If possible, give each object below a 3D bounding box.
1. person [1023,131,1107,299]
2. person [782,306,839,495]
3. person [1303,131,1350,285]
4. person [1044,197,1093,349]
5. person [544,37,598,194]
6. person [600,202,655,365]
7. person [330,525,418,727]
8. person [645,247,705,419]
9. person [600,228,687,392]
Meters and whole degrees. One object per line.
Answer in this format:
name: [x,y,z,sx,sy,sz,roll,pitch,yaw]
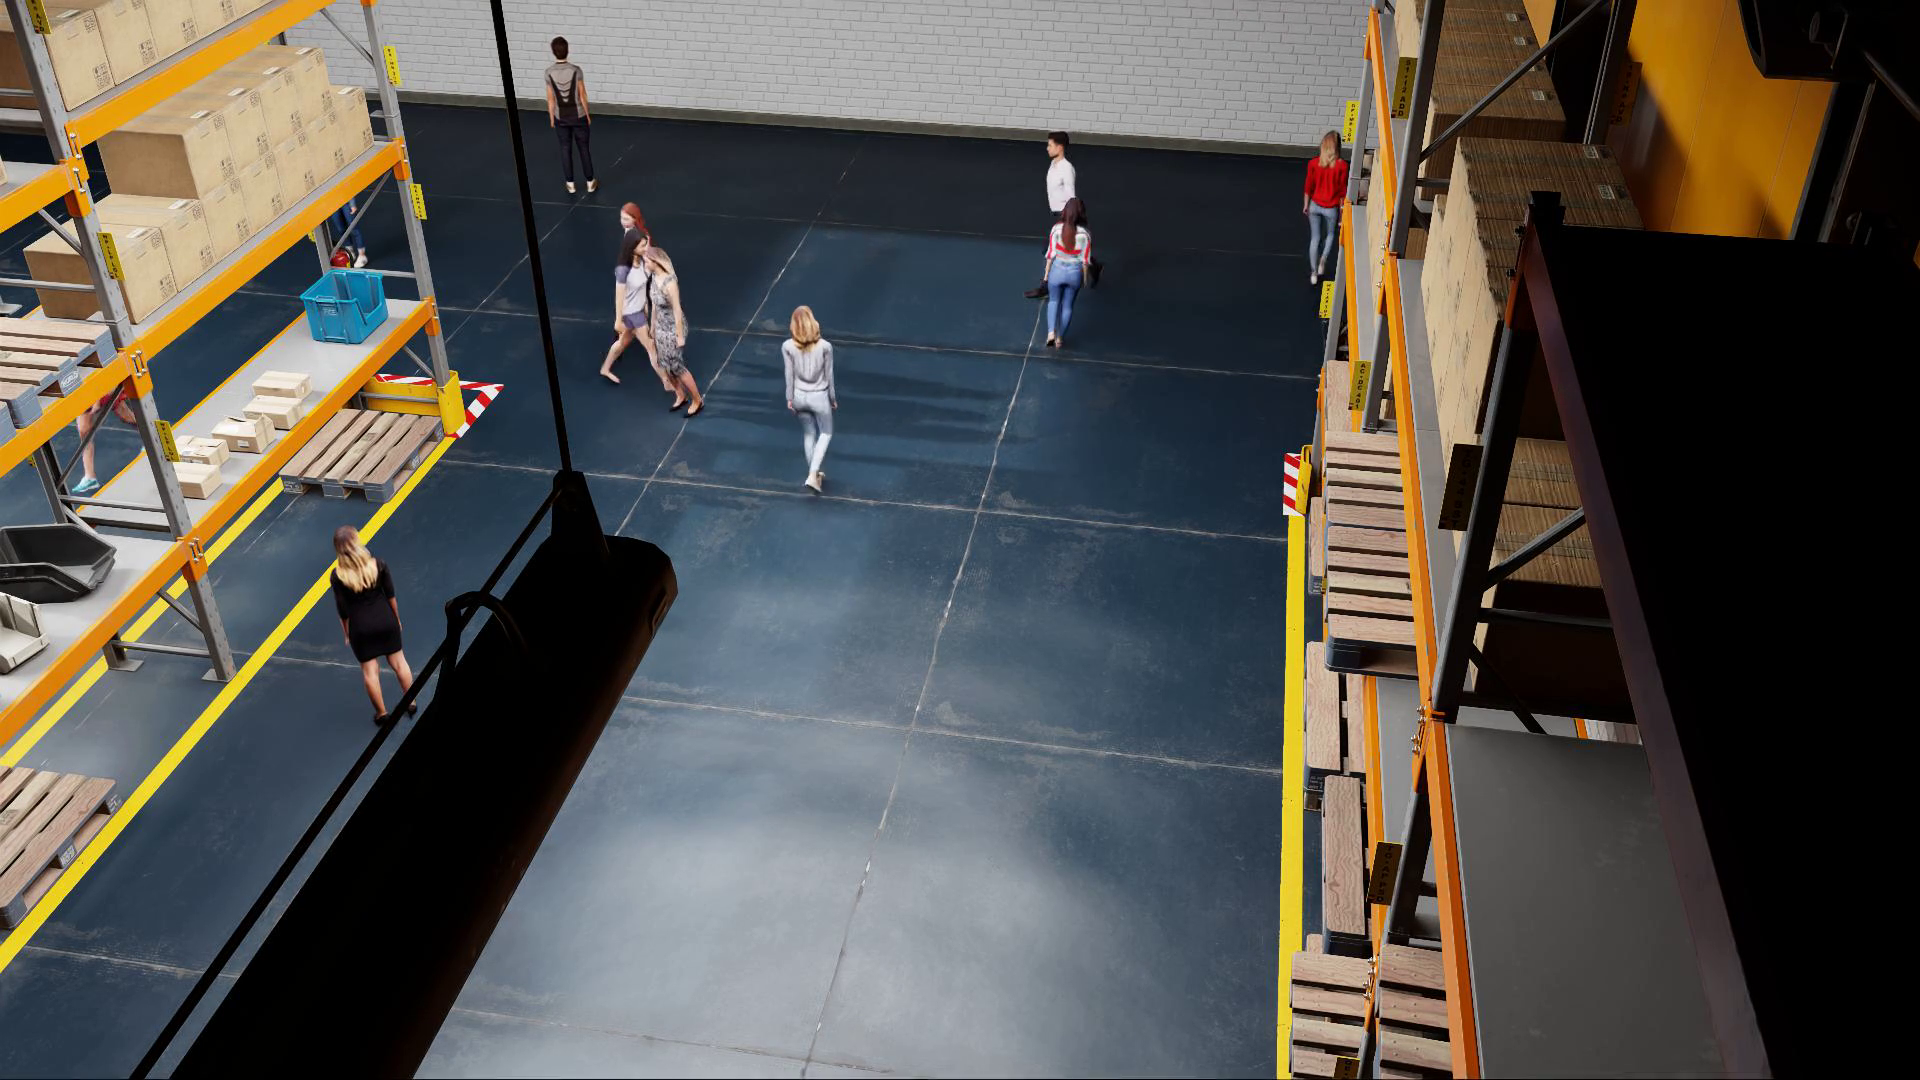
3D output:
person: [1.186,-3.441,17.705,0.982,1.828,1.193,-6,34,-8]
person: [-1.285,-1.145,14.294,0.593,1.780,0.825,5,34,7]
person: [3.927,-3.562,18.006,0.676,1.696,0.635,12,35,17]
person: [1.060,-2.622,16.684,0.628,1.593,0.709,5,34,7]
person: [-4.740,-5.164,20.235,0.707,1.895,0.670,-5,34,-7]
person: [-3.049,-2.507,16.412,1.175,1.703,1.073,-21,39,-28]
person: [-4.143,0.623,11.728,0.609,1.676,0.652,-18,38,-25]
person: [-2.672,-1.976,15.641,0.693,1.672,0.746,26,42,34]
person: [-3.222,-2.192,15.992,0.723,1.643,1.077,8,34,12]
